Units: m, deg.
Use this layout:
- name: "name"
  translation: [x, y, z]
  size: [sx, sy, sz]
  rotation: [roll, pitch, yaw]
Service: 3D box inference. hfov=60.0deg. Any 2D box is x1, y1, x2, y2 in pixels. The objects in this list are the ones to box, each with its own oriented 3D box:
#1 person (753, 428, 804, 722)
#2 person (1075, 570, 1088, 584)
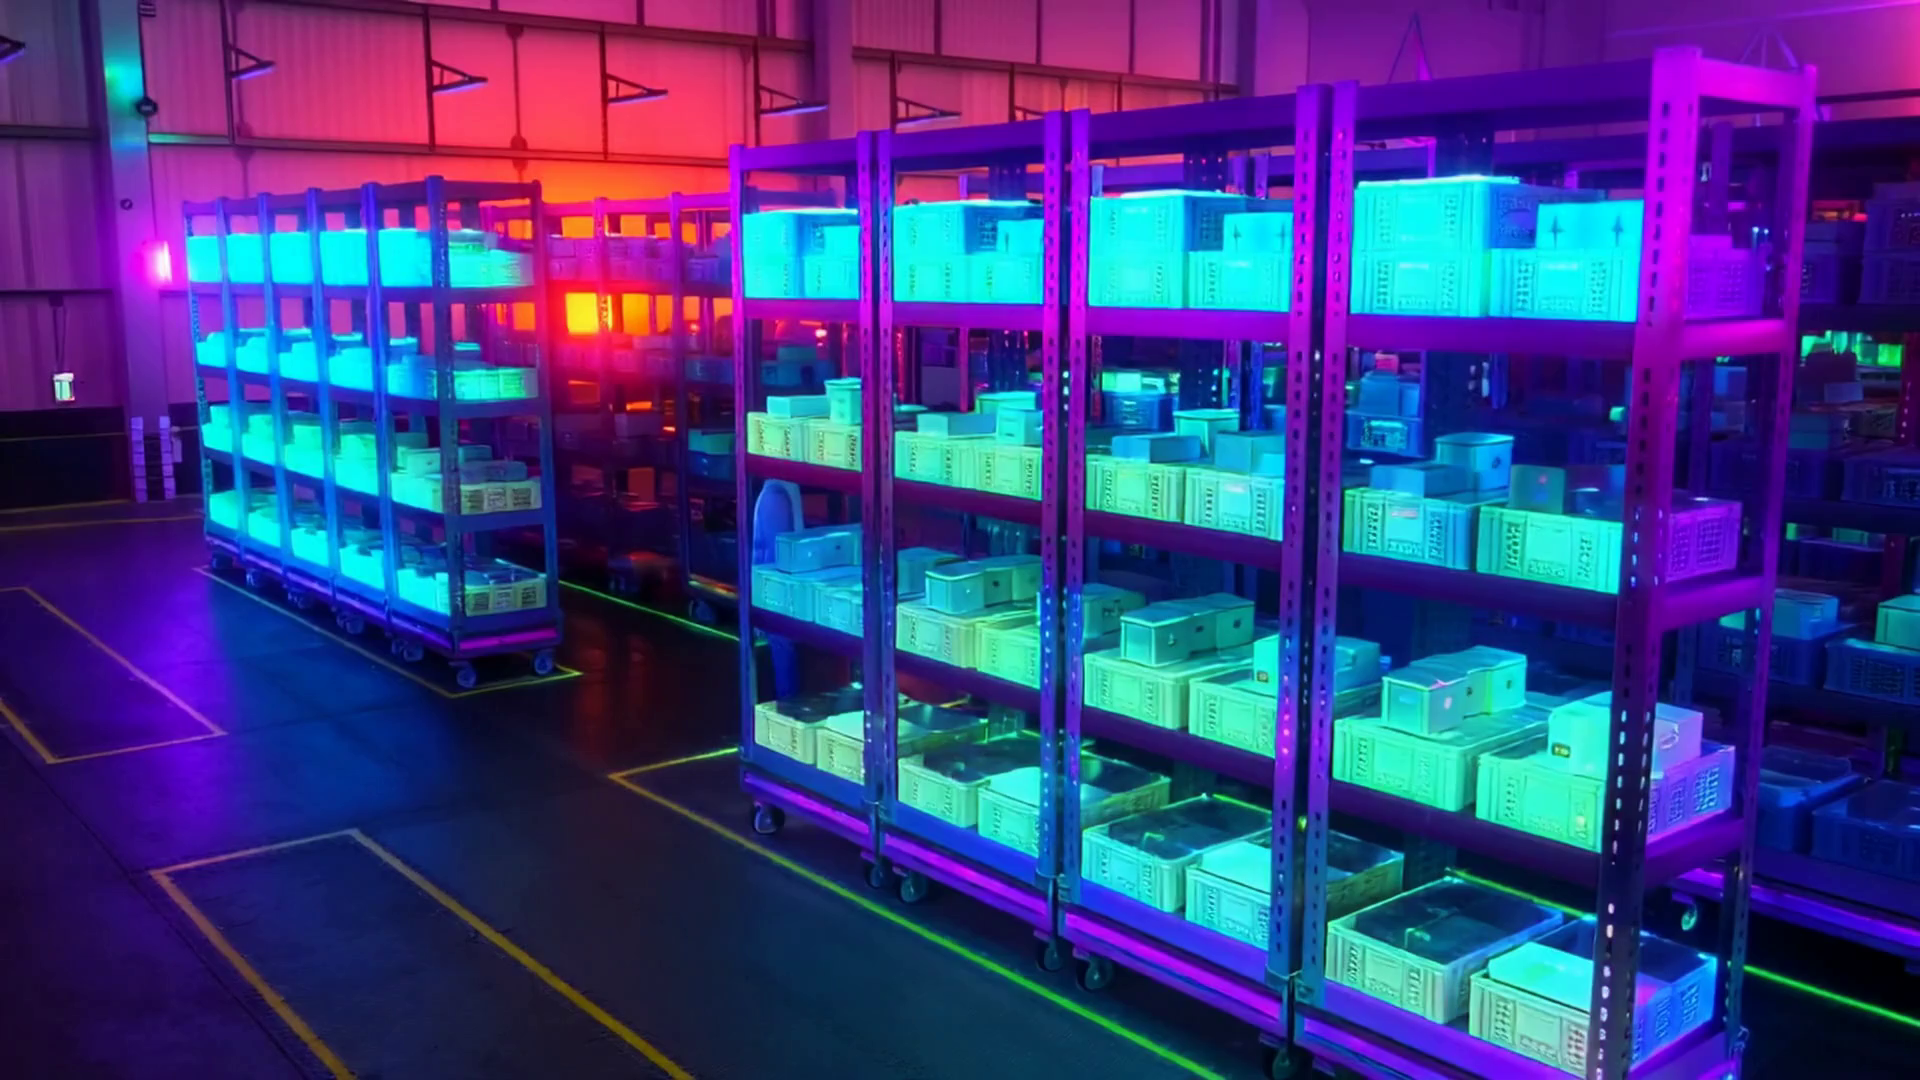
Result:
- name: "person"
  translation: [-1.216, 0.229, 11.004]
  size: [0.404, 1.945, 0.615]
  rotation: [1, 9, 4]
- name: "person"
  translation: [1.115, -0.304, 14.598]
  size: [0.586, 1.827, 0.562]
  rotation: [-5, 11, -28]
